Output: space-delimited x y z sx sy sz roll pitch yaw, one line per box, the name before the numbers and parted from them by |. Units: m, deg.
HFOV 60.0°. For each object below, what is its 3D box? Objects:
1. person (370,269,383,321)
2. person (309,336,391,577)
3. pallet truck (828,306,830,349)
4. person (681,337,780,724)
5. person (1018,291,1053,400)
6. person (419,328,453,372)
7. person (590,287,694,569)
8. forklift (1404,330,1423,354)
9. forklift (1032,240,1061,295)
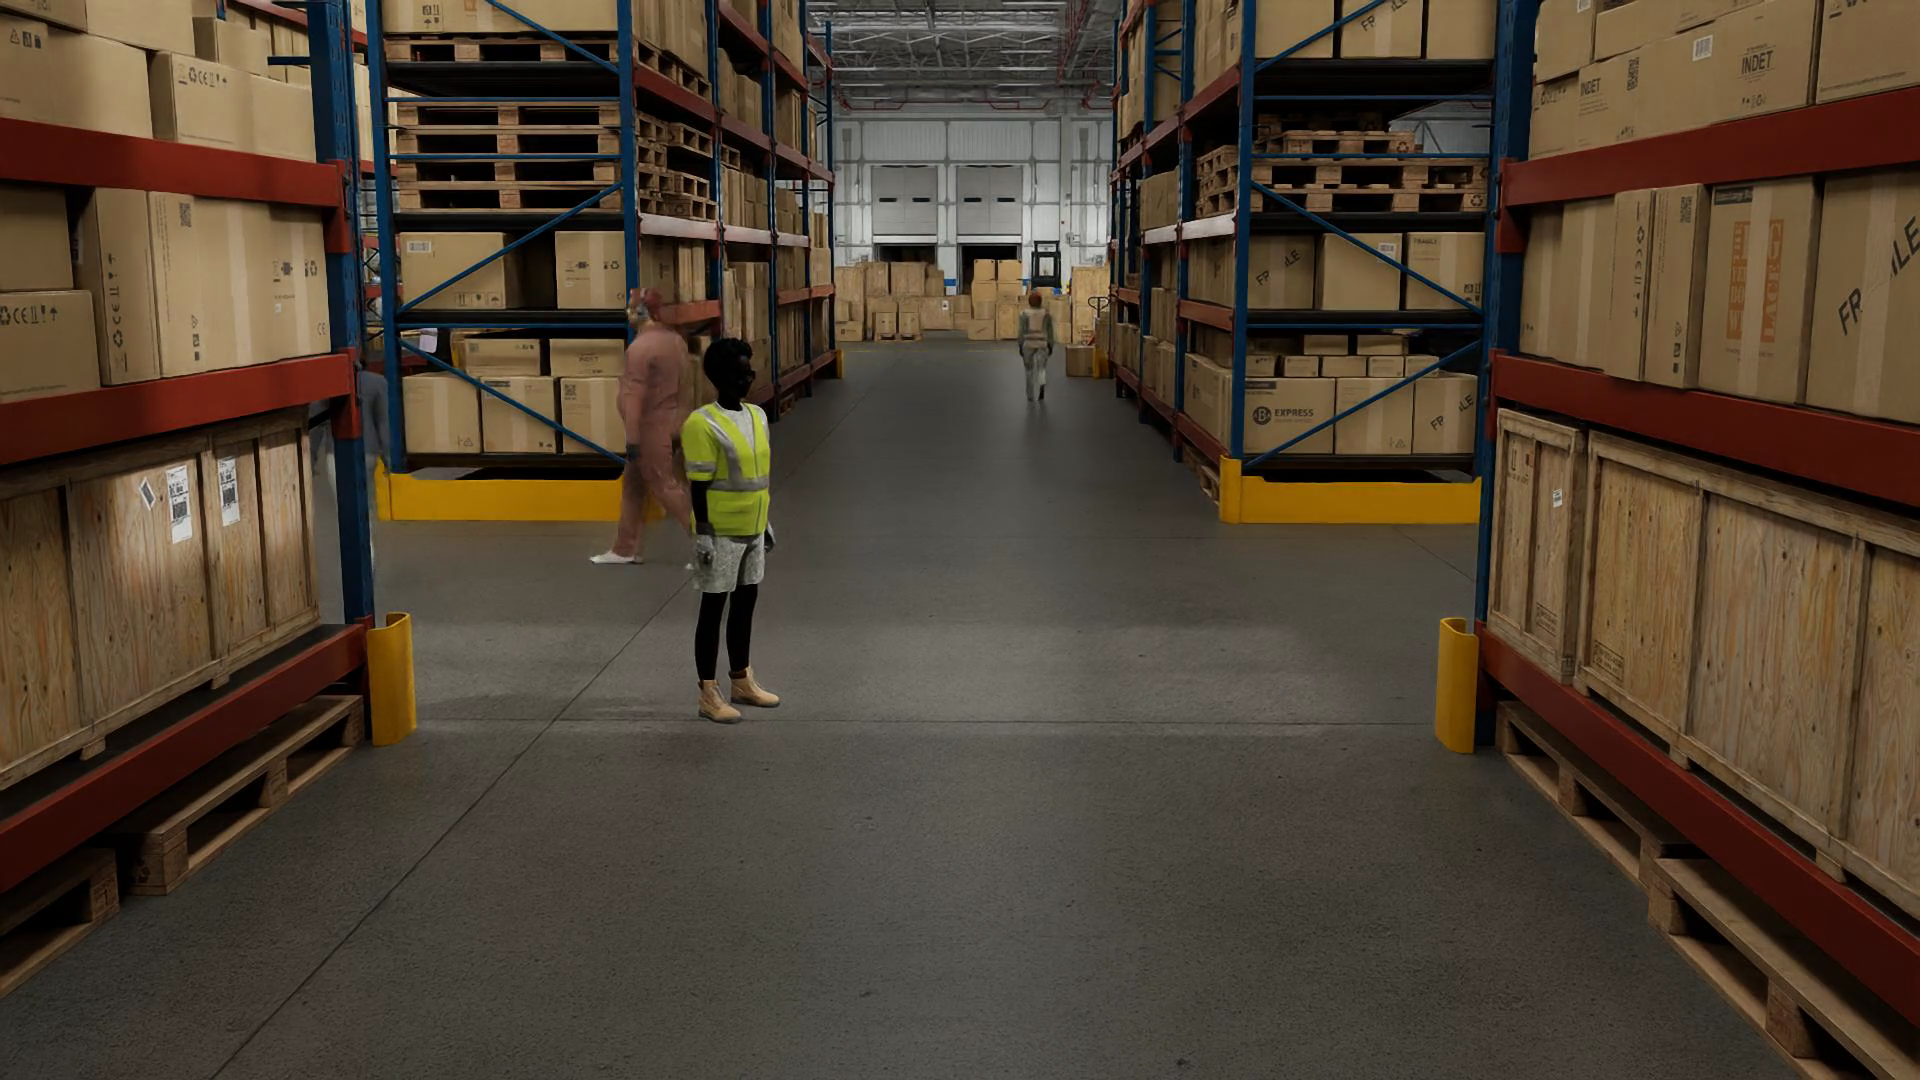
person | -19.760 -8.344 56.758 0.777 1.811 0.638 4 10 22
person | -3.896 -0.553 10.677 0.511 1.603 0.756 -7 12 -37
pallet truck | -3.100 -3.940 29.800 1.885 1.965 0.823 3 10 19
person | -1.010 -0.048 7.391 0.315 1.696 0.541 5 11 28
person | 1.104 -2.818 24.218 0.519 1.619 0.585 -1 9 -3
person | -6.158 -2.200 19.617 0.375 1.916 0.597 -7 12 -37
person | -2.001 -0.731 10.972 0.936 1.870 0.651 1 10 6
forklift | 6.466 -2.992 21.484 1.129 2.768 1.873 0 9 1
forklift | 3.161 -9.557 60.806 1.129 2.768 1.873 0 9 1
